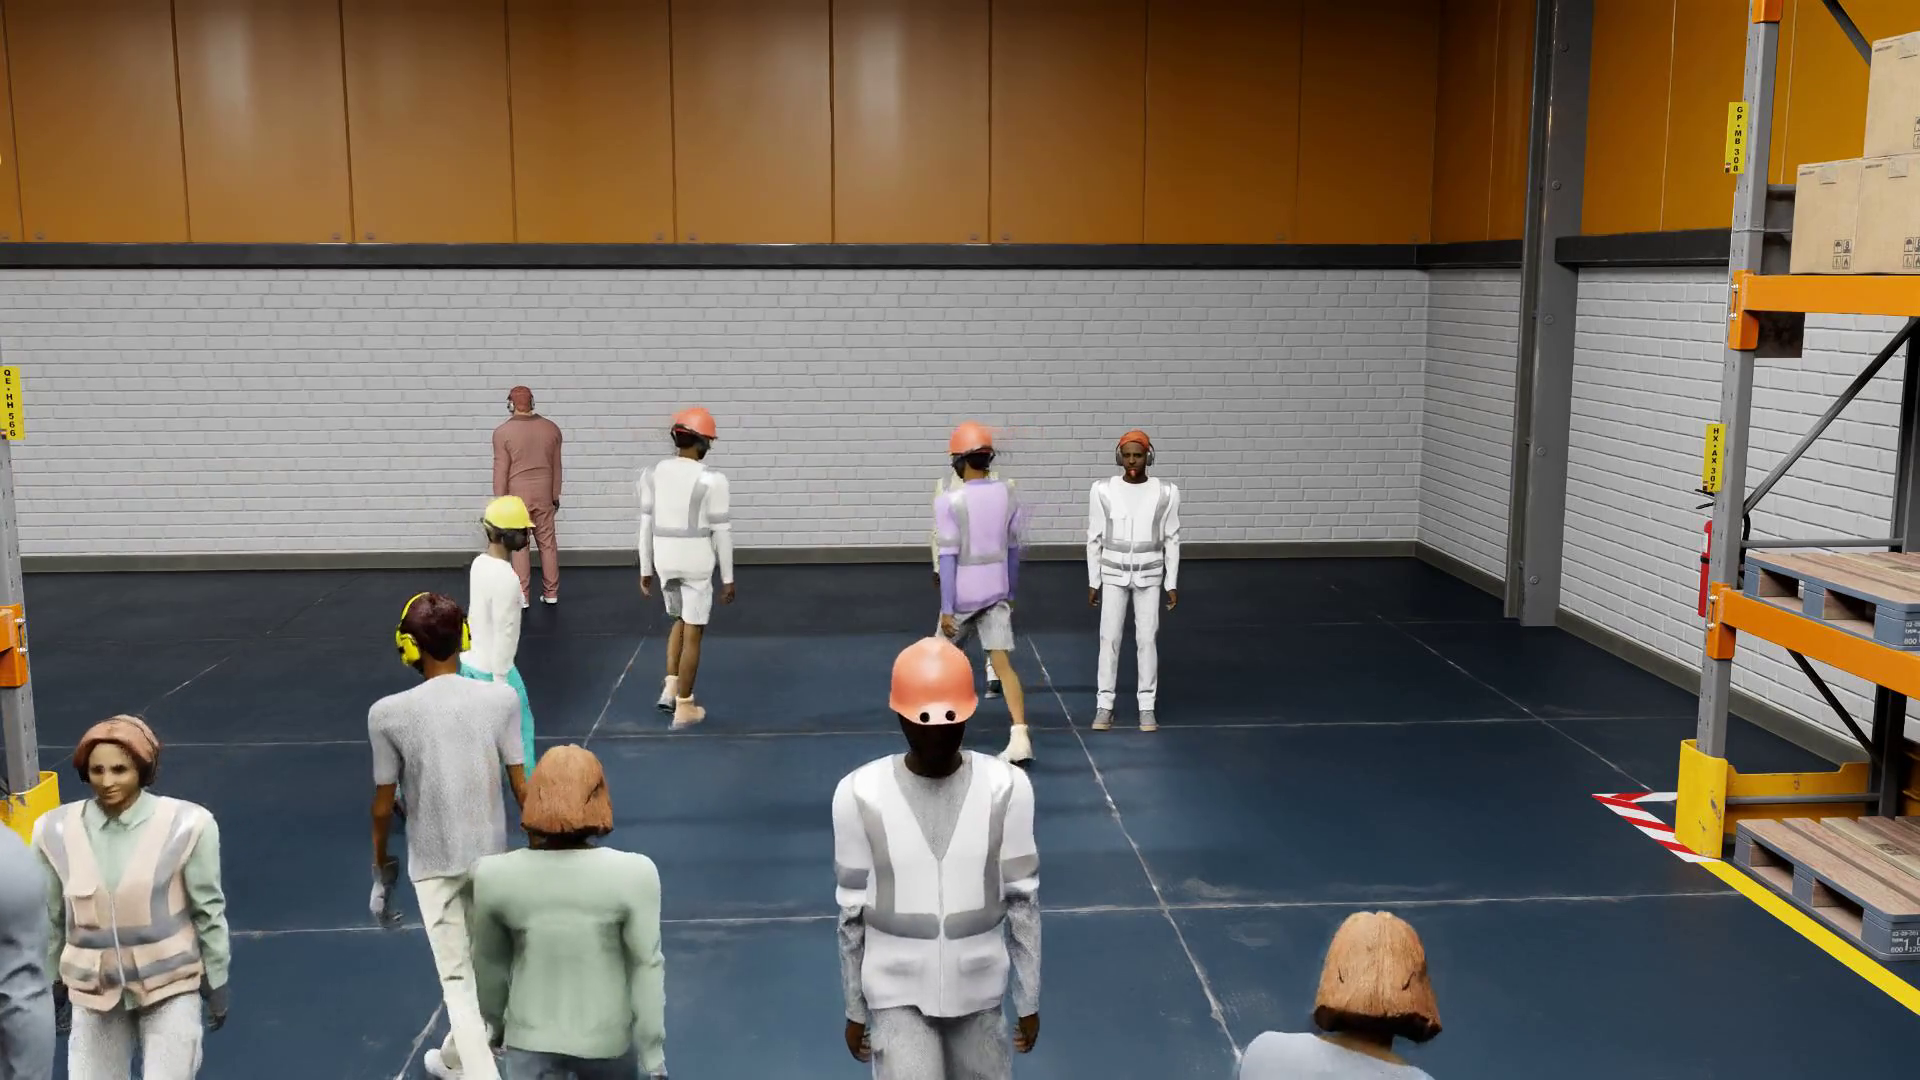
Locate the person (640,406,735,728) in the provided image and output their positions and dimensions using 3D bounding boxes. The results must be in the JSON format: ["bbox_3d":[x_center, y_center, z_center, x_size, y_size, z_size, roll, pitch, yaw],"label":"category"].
[{"bbox_3d":[-1.694,0.173,10.435,0.628,2.018,0.477,4,10,24],"label":"person"}]

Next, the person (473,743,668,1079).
[{"bbox_3d":[-1.044,1.322,4.530,0.525,1.586,0.829,0,9,-2],"label":"person"}]

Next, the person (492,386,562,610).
[{"bbox_3d":[-3.693,-0.358,14.149,0.639,1.902,0.407,-9,12,-43],"label":"person"}]

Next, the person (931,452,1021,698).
[{"bbox_3d":[0.107,0.156,11.171,0.610,1.822,0.404,2,9,11],"label":"person"}]

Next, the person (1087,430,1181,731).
[{"bbox_3d":[1.073,0.256,10.346,0.575,1.883,0.362,1,9,8],"label":"person"}]

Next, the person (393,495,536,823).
[{"bbox_3d":[-2.478,0.636,8.450,0.858,1.726,0.534,-6,11,-35],"label":"person"}]

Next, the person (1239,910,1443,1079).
[{"bbox_3d":[0.779,1.517,3.335,0.513,1.578,0.841,7,12,39],"label":"person"}]

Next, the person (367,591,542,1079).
[{"bbox_3d":[-1.626,1.070,5.444,0.538,1.821,0.955,-7,11,-37],"label":"person"}]

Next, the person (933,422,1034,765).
[{"bbox_3d":[0.129,0.312,9.720,0.627,1.999,1.065,-6,11,-32],"label":"person"}]

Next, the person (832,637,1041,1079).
[{"bbox_3d":[-0.066,1.172,4.527,0.552,1.913,0.821,-1,9,-7],"label":"person"}]

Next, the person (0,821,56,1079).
[{"bbox_3d":[-2.362,1.278,3.760,0.652,1.936,0.404,2,9,15],"label":"person"}]

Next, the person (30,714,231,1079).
[{"bbox_3d":[-2.359,1.270,4.804,0.520,1.617,0.581,-1,9,-9],"label":"person"}]
